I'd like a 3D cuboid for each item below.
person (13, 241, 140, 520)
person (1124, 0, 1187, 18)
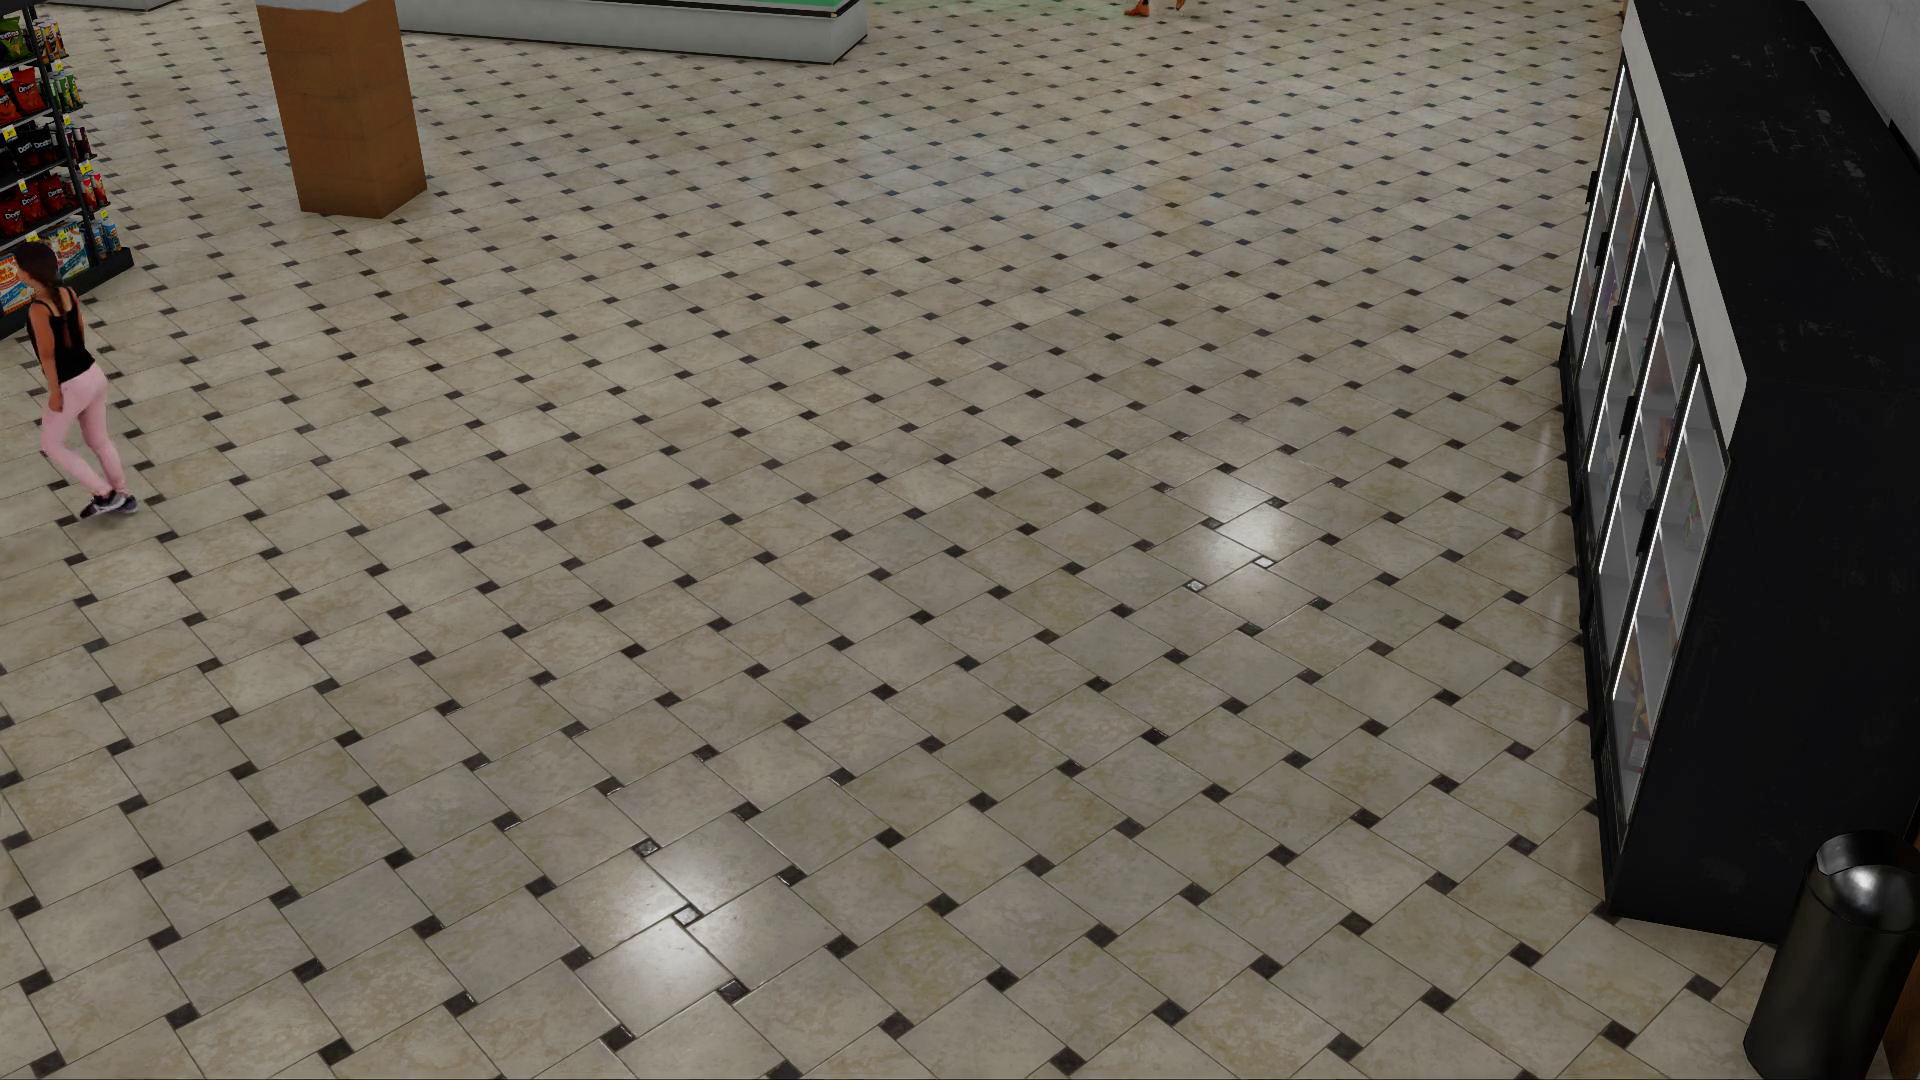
[{"bbox_3d":[-4.498,-0.783,8.551,0.573,1.550,0.550,5,32,8],"label":"person"},{"bbox_3d":[2.085,-6.264,17.221,0.950,1.695,0.671,5,32,8],"label":"person"}]
